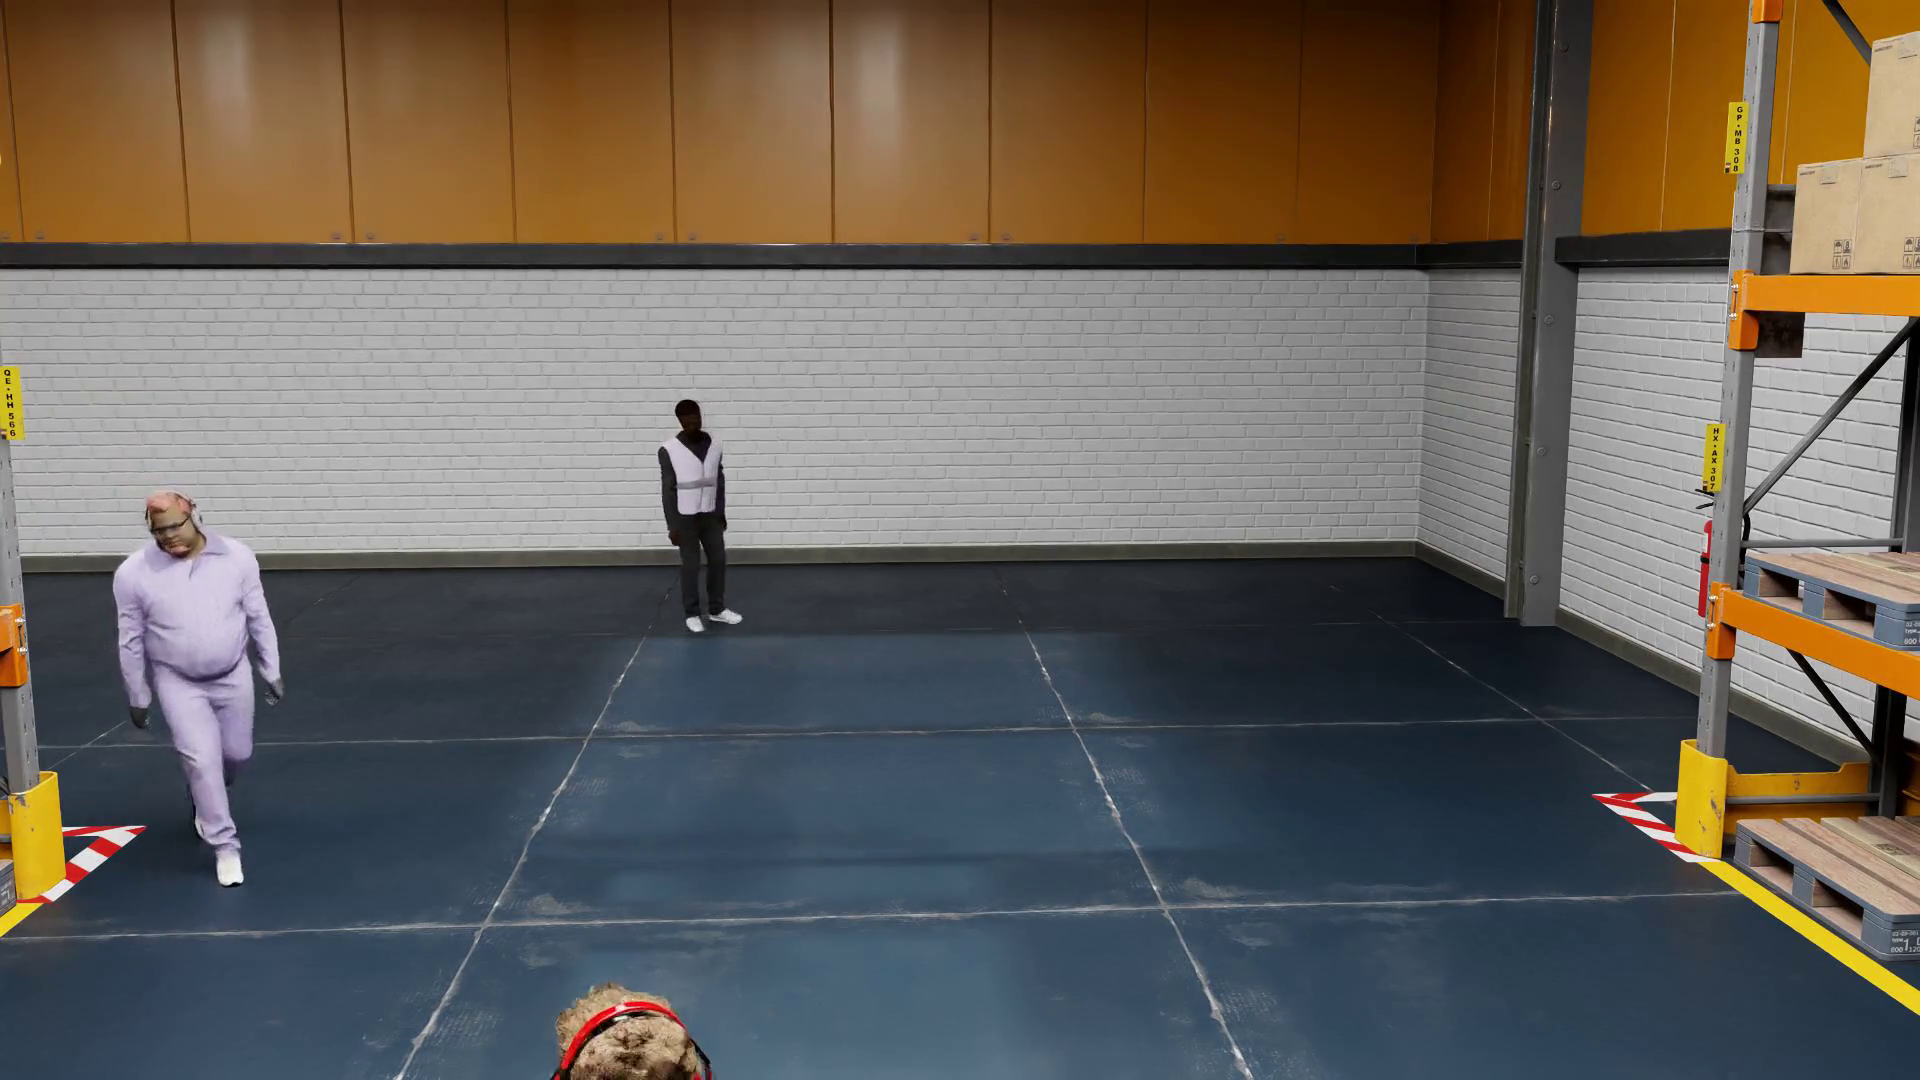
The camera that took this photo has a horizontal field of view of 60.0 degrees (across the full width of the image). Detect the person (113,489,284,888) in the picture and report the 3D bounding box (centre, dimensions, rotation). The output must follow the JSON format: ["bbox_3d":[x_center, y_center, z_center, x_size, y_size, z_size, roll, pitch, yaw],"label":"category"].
[{"bbox_3d":[-3.620,0.654,7.921,0.680,1.856,0.843,-7,12,-38],"label":"person"}]

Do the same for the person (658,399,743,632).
[{"bbox_3d":[-2.098,-0.193,13.195,0.419,1.870,0.671,8,12,43],"label":"person"}]

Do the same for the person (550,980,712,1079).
[{"bbox_3d":[-0.462,1.545,2.392,0.587,1.835,0.445,-5,10,-27],"label":"person"}]
